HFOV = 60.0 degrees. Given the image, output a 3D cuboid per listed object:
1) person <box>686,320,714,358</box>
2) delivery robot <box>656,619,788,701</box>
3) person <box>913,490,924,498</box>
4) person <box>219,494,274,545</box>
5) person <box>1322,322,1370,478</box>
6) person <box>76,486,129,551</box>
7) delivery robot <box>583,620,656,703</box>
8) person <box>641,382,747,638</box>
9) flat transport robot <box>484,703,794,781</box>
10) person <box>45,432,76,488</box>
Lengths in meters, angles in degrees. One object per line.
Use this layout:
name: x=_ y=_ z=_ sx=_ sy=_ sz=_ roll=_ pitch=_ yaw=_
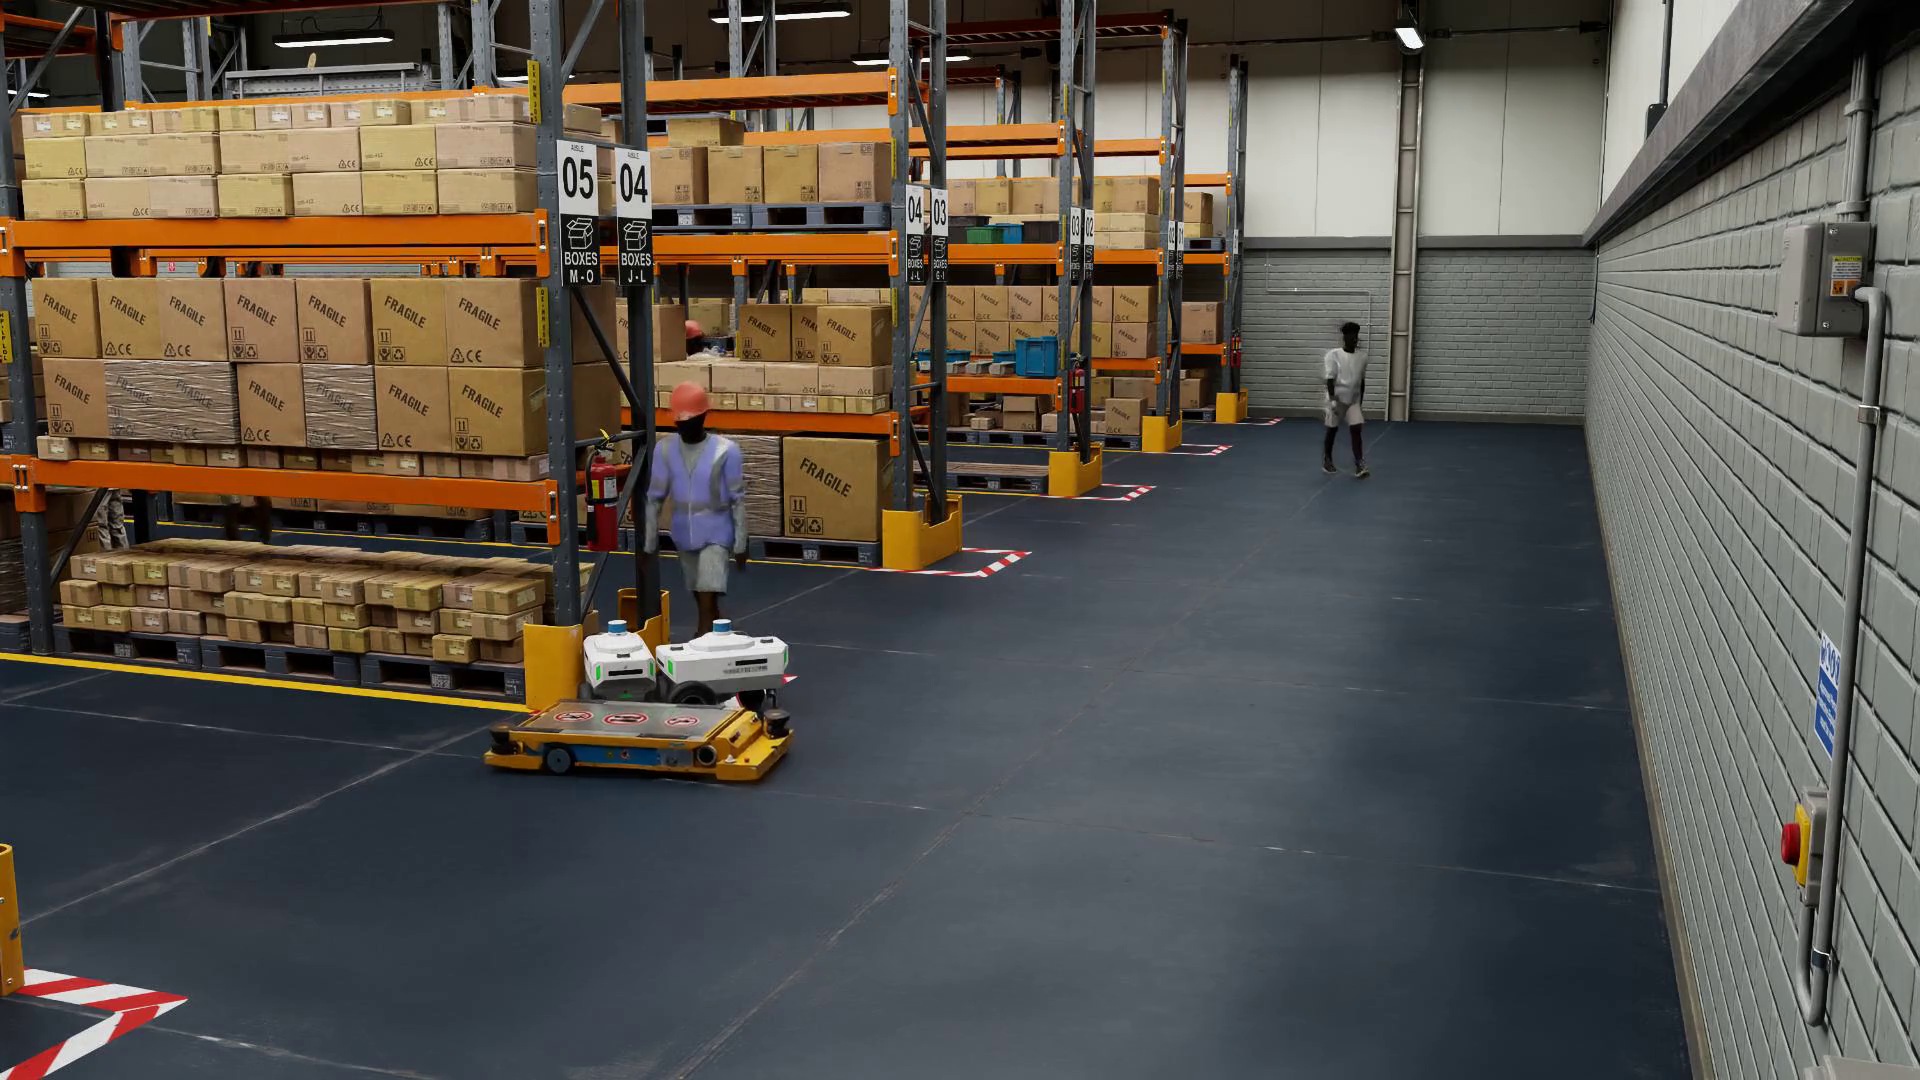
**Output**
person: x=-2.750 y=-1.225 z=17.008 sx=0.598 sy=2.021 sz=0.655 roll=4 pitch=10 yaw=21
delivery robot: x=-1.332 y=0.690 z=9.345 sx=0.707 sy=0.478 sz=0.477 roll=-4 pitch=10 yaw=-22
person: x=-0.812 y=-1.347 z=18.668 sx=0.816 sy=1.734 sz=0.529 roll=3 pitch=10 yaw=18
person: x=-5.895 y=-0.632 z=13.684 sx=0.633 sy=1.904 sz=0.557 roll=5 pitch=10 yaw=28
person: x=4.768 y=-1.727 z=20.520 sx=0.601 sy=1.911 sz=1.027 roll=-2 pitch=9 yaw=-11
person: x=-6.730 y=-0.386 z=13.012 sx=0.317 sy=1.629 sz=0.509 roll=1 pitch=9 yaw=3
delivery robot: x=-1.914 y=0.693 z=9.324 sx=0.477 sy=0.478 sz=0.707 roll=-3 pitch=10 yaw=-17
person: x=-1.576 y=0.001 z=9.838 sx=0.594 sy=1.874 sz=0.955 roll=3 pitch=9 yaw=16
flat transport robot: x=-1.628 y=1.010 z=8.523 sx=1.431 sy=0.197 sz=0.652 roll=2 pitch=9 yaw=10
person: x=-8.342 y=-0.877 z=15.653 sx=0.321 sy=1.767 sz=0.533 roll=4 pitch=10 yaw=22
